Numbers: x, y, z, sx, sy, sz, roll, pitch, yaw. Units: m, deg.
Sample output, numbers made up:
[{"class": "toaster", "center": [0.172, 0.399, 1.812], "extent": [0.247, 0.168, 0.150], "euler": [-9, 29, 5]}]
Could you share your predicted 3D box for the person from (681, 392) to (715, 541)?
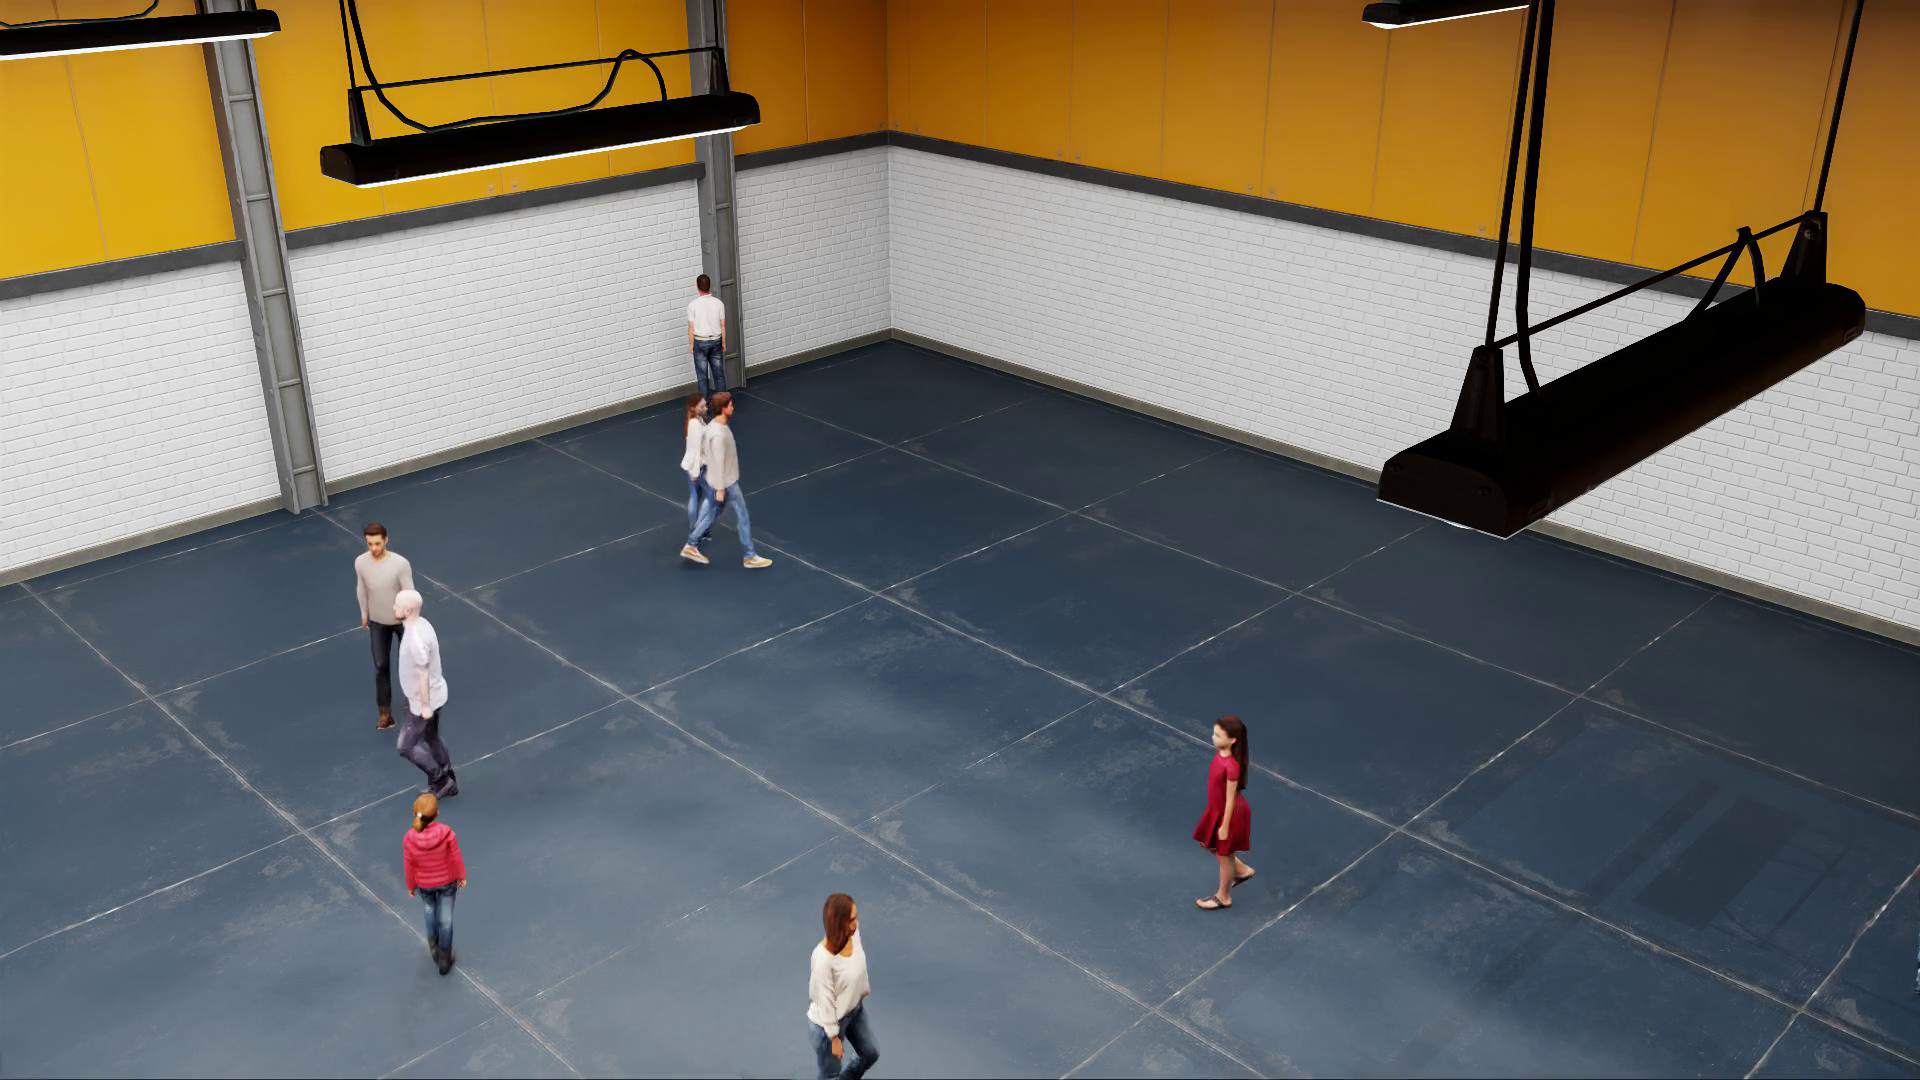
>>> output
[{"class": "person", "center": [-2.826, -0.742, 17.545], "extent": [0.740, 1.682, 0.680], "euler": [-12, 26, -25]}]

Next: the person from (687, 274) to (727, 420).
[{"class": "person", "center": [-3.228, -2.488, 21.328], "extent": [0.615, 1.850, 0.779], "euler": [-11, 26, -24]}]

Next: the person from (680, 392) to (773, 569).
[{"class": "person", "center": [-2.491, -0.571, 16.929], "extent": [1.272, 1.861, 1.096], "euler": [-3, 24, -7]}]

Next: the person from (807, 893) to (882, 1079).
[{"class": "person", "center": [-0.782, 2.731, 9.611], "extent": [0.748, 1.673, 0.606], "euler": [13, 27, 28]}]

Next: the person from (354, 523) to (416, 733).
[{"class": "person", "center": [-4.833, 0.651, 14.186], "extent": [1.161, 1.820, 1.168], "euler": [-1, 24, -3]}]

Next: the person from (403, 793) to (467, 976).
[{"class": "person", "center": [-3.494, 2.308, 11.034], "extent": [0.612, 1.308, 0.678], "euler": [-1, 24, -3]}]

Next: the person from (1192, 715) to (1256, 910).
[{"class": "person", "center": [1.940, 1.904, 11.663], "extent": [0.826, 1.545, 0.739], "euler": [-4, 24, -8]}]

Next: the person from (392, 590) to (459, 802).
[{"class": "person", "center": [-4.060, 1.221, 12.886], "extent": [0.819, 1.817, 0.796], "euler": [-6, 24, -14]}]
